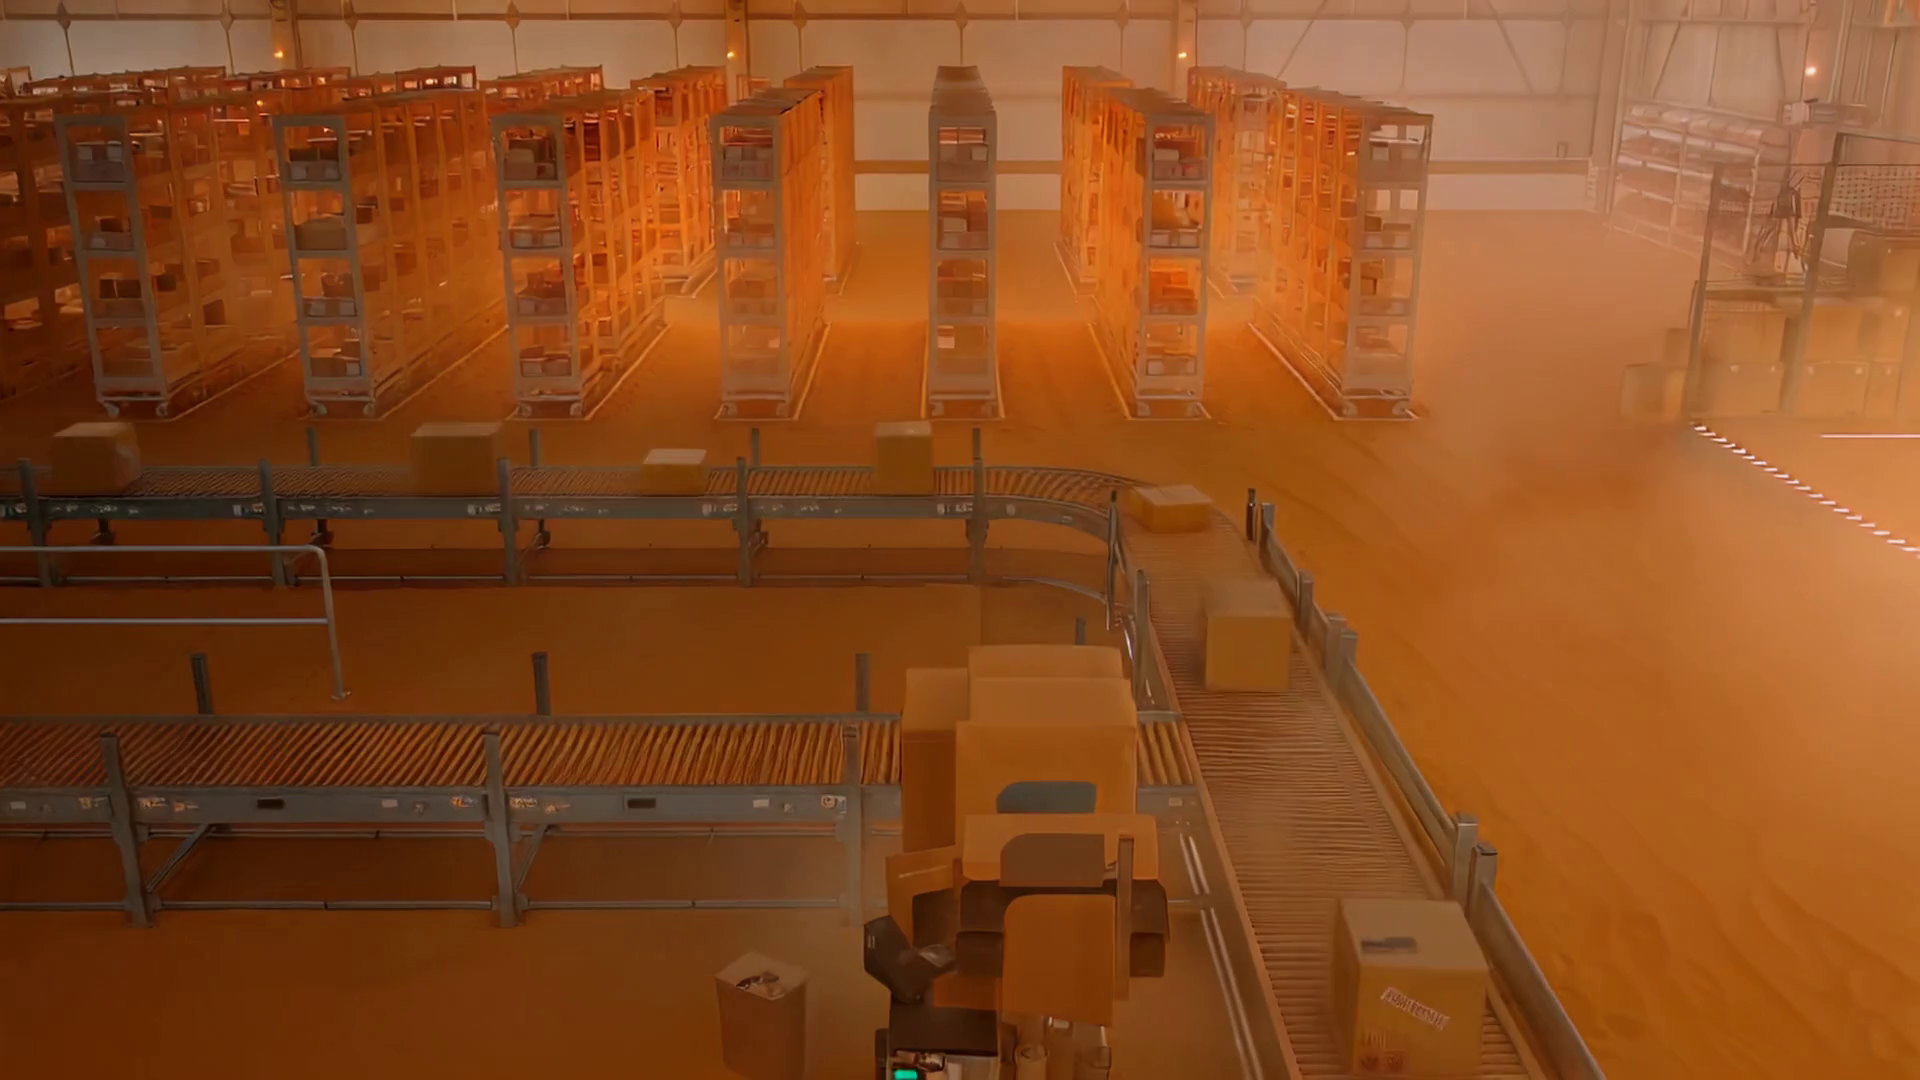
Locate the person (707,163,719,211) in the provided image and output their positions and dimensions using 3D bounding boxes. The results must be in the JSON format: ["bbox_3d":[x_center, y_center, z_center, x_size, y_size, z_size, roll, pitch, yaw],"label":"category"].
[{"bbox_3d":[-5.389,-7.558,35.957,0.454,1.827,0.590,1,18,2],"label":"person"}]

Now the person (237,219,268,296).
[{"bbox_3d":[-11.722,-4.838,27.602,0.458,1.812,0.620,-1,18,-2],"label":"person"}]

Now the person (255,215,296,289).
[{"bbox_3d":[-10.672,-4.423,26.042,0.386,1.992,0.609,13,22,35],"label":"person"}]
